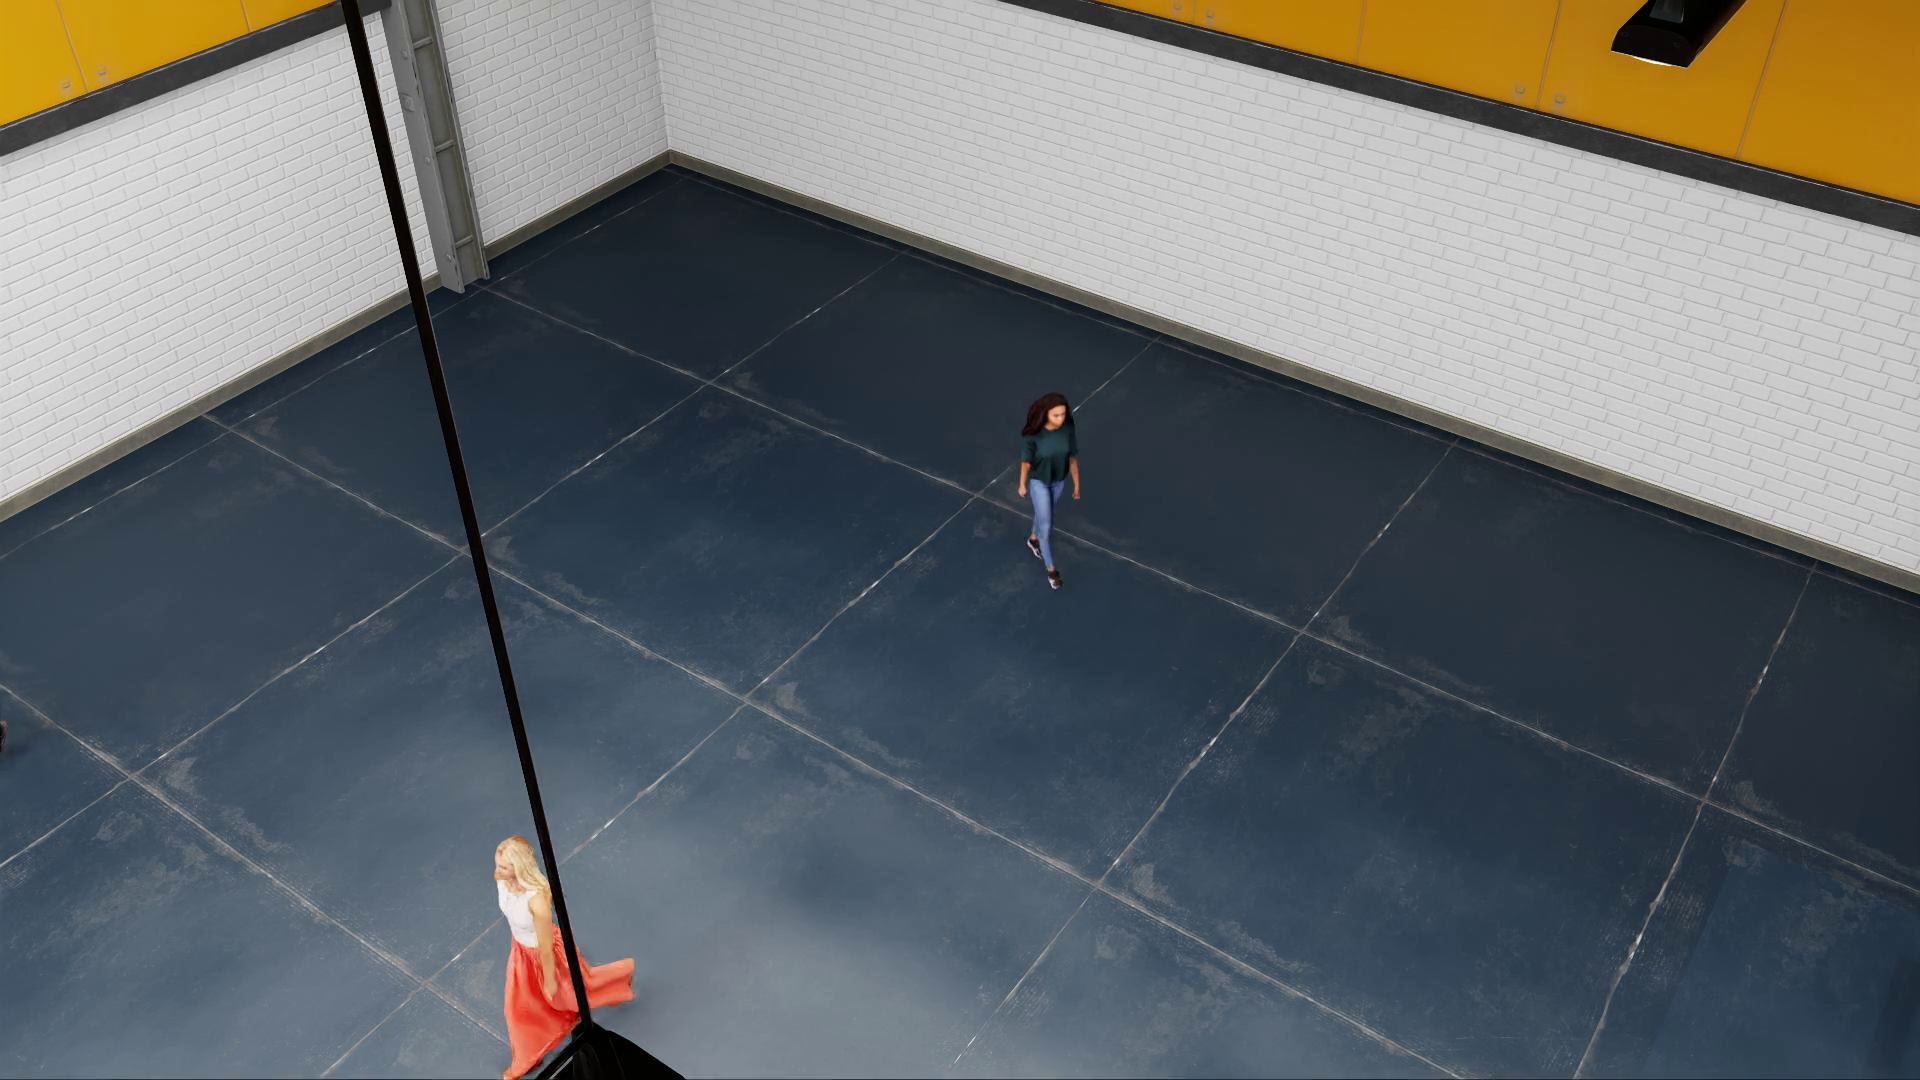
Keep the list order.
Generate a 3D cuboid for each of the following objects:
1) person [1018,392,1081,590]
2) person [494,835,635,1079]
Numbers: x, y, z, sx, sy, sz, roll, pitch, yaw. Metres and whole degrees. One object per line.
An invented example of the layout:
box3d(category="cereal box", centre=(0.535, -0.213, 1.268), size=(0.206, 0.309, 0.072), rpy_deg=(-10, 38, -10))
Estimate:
box3d(category="person", centre=(0.643, -0.491, 12.852), size=(0.994, 1.589, 0.966), rpy_deg=(-14, 41, -17))
box3d(category="person", centre=(-2.249, 2.252, 9.273), size=(0.756, 1.770, 1.196), rpy_deg=(30, 48, 32))
